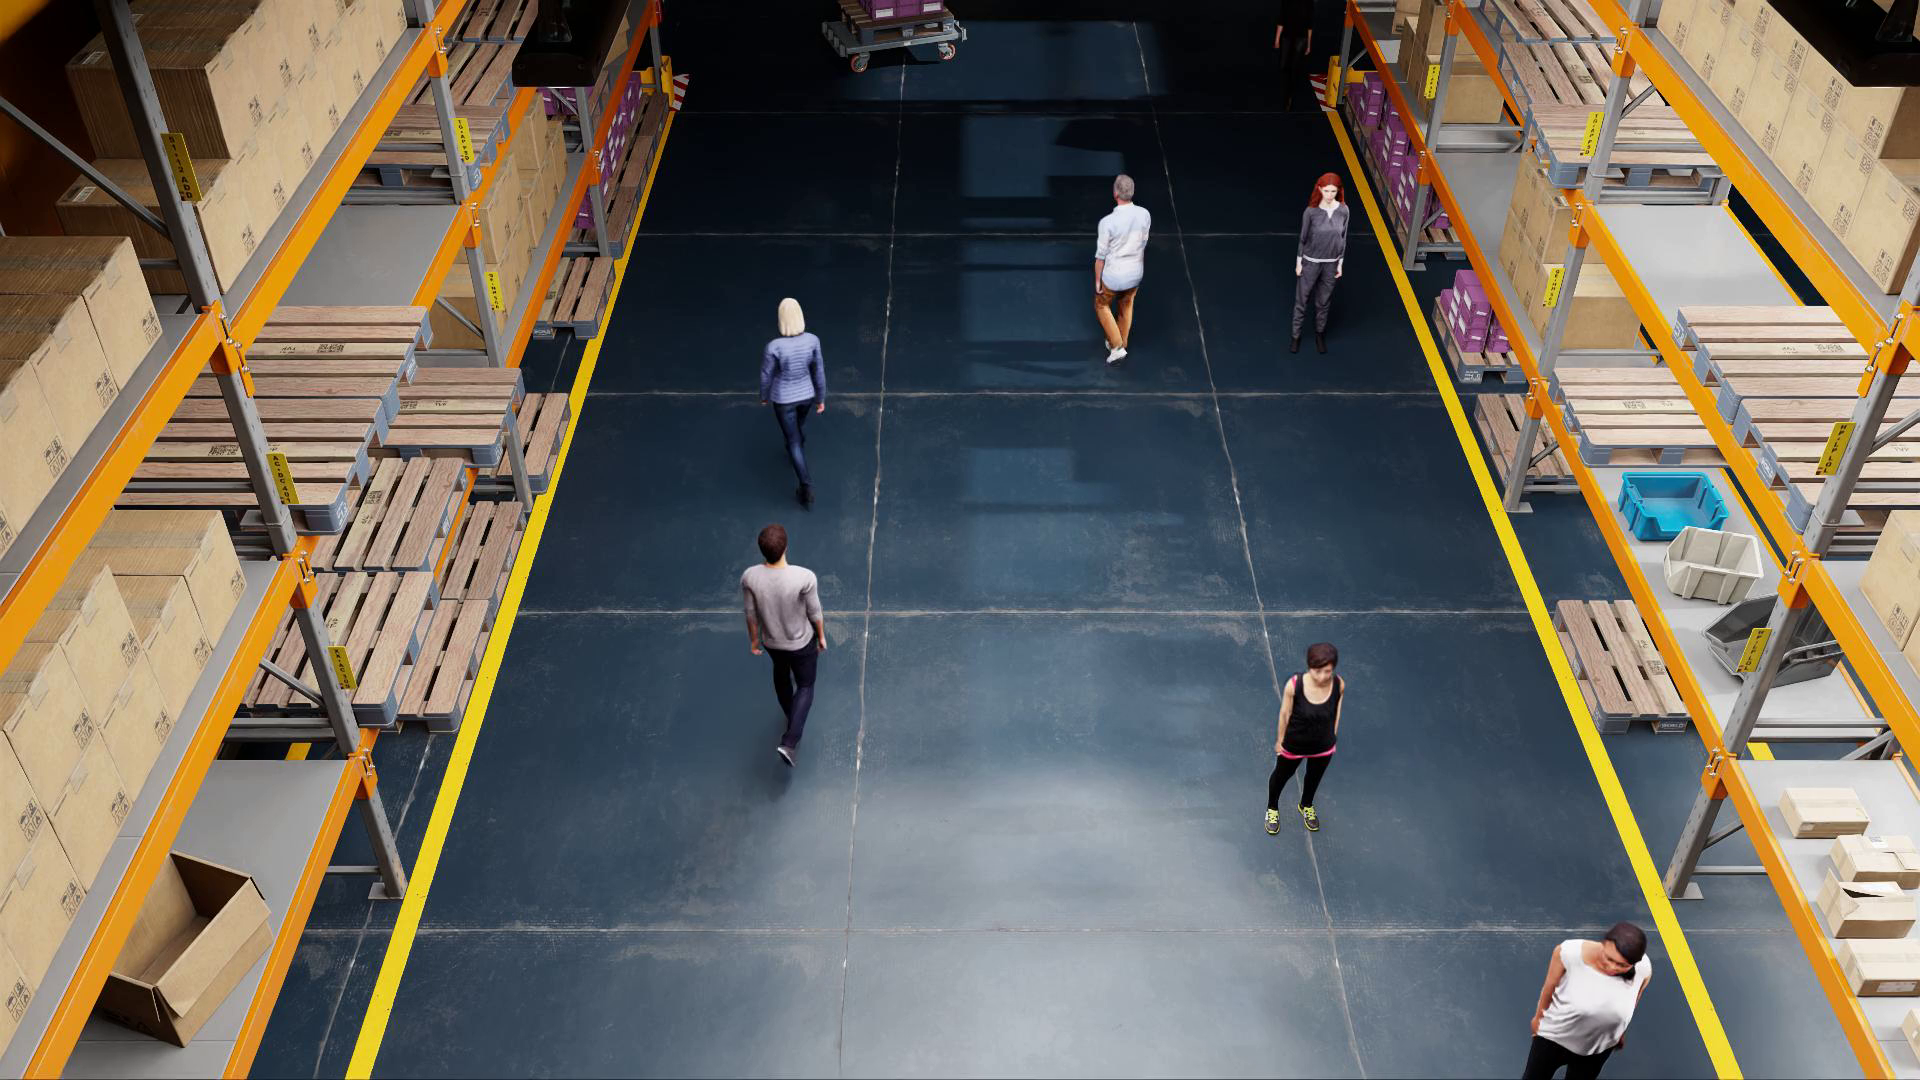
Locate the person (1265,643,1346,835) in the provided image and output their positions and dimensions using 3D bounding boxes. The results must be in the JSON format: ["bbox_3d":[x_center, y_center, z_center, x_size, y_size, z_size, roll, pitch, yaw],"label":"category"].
[{"bbox_3d":[2.209,1.242,10.557,0.558,1.552,0.518,-3,39,-4],"label":"person"}]

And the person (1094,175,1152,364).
[{"bbox_3d":[1.482,-2.361,14.859,0.838,1.813,0.913,-15,41,-18],"label":"person"}]

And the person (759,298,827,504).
[{"bbox_3d":[-1.312,-1.093,13.359,1.006,1.704,1.221,-18,42,-22],"label":"person"}]

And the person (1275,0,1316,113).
[{"bbox_3d":[3.922,-5.861,19.397,0.802,1.618,0.966,15,41,18],"label":"person"}]

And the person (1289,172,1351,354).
[{"bbox_3d":[3.260,-2.513,15.078,0.559,1.778,0.480,0,39,0],"label":"person"}]

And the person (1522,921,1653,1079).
[{"bbox_3d":[3.288,2.570,8.784,0.687,1.689,0.653,6,39,7],"label":"person"}]

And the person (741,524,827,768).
[{"bbox_3d":[-1.164,0.703,11.016,0.820,1.821,1.116,7,39,8],"label":"person"}]
